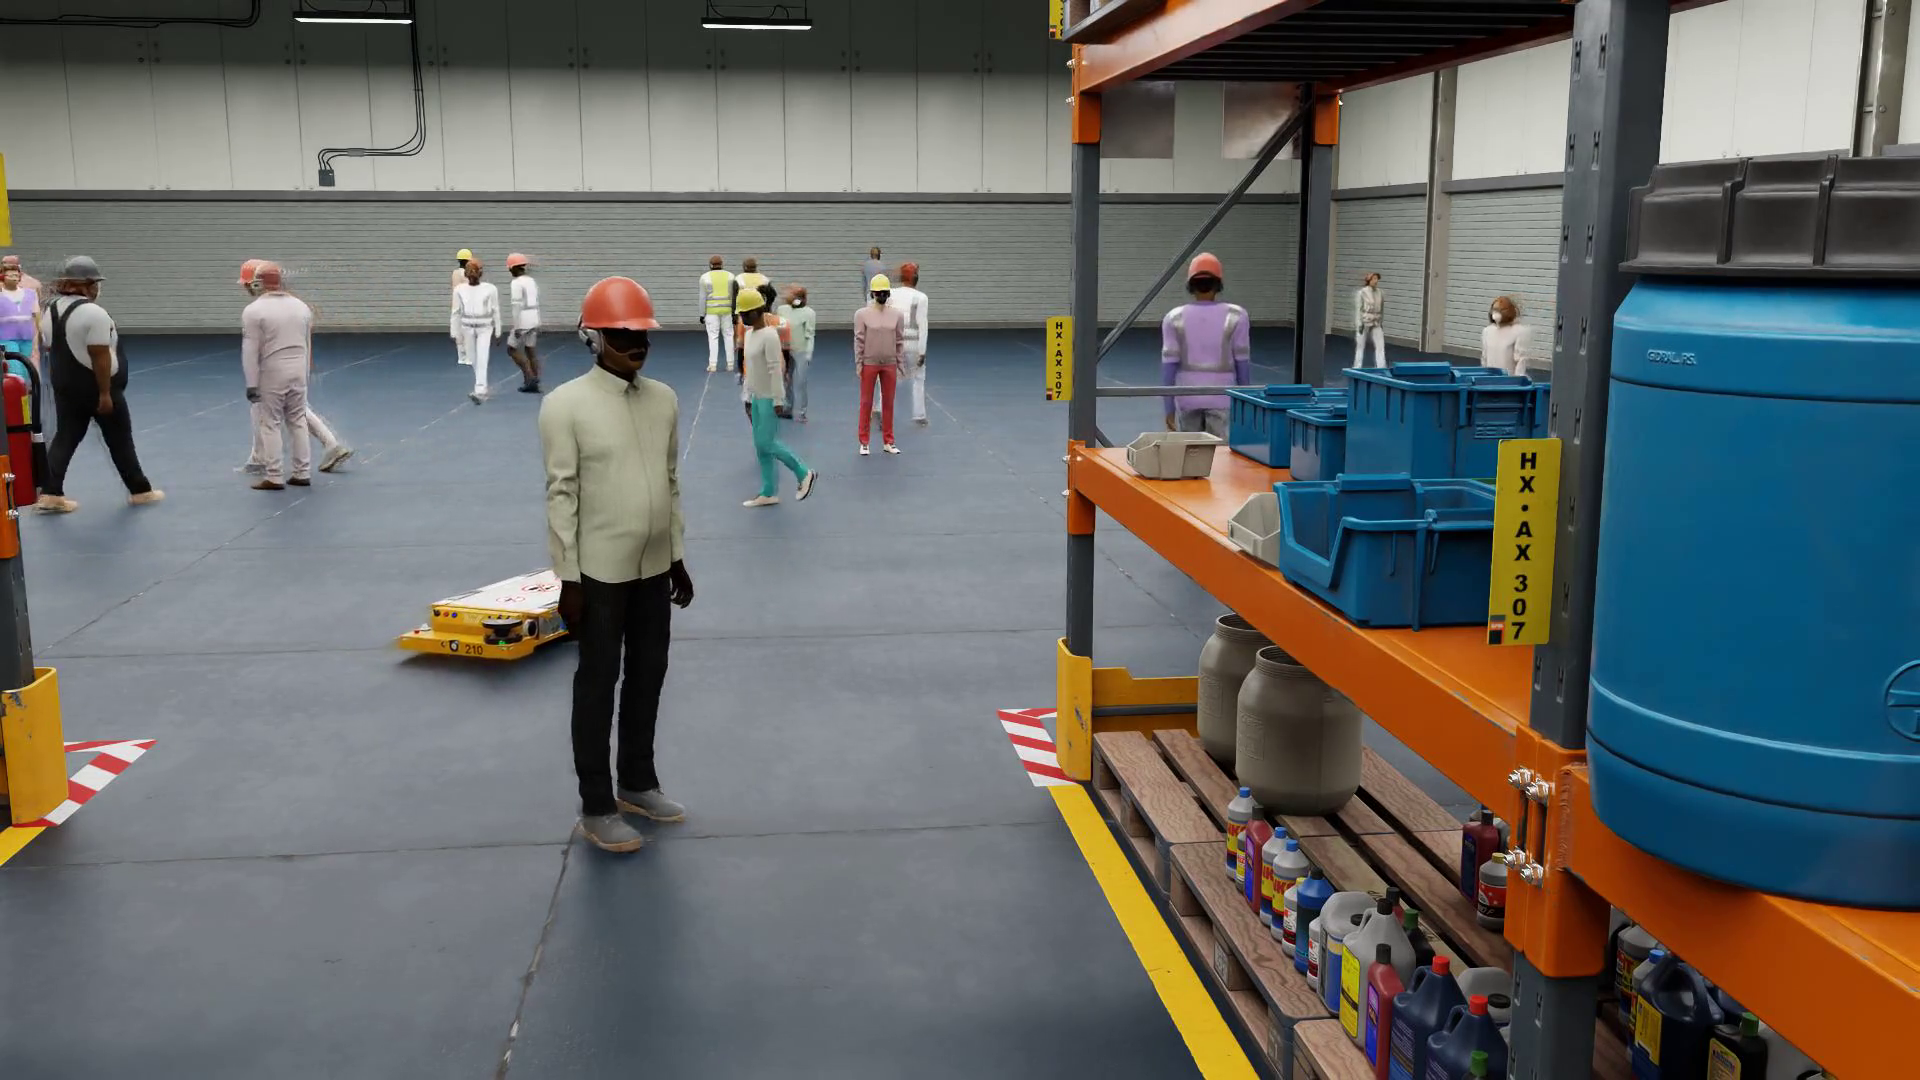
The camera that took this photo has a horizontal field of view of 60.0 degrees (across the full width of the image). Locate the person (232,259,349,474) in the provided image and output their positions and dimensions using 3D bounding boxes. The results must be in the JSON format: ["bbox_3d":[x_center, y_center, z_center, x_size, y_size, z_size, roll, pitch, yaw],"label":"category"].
[{"bbox_3d":[-6.057,-1.544,14.928,0.978,1.950,0.623,-1,10,-6],"label":"person"}]

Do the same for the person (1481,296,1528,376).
[{"bbox_3d":[5.034,-1.458,15.405,0.859,1.590,0.516,-9,14,-41],"label":"person"}]

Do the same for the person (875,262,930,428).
[{"bbox_3d":[-0.617,-2.148,18.443,0.575,1.863,0.864,5,11,26],"label":"person"}]

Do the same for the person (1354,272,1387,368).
[{"bbox_3d":[6.174,-3.182,24.801,0.539,1.608,0.775,-4,11,-23],"label":"person"}]

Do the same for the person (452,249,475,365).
[{"bbox_3d":[-8.232,-3.876,27.732,0.362,1.928,0.587,-10,14,-43],"label":"person"}]

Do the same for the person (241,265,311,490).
[{"bbox_3d":[-5.783,-1.366,14.077,0.396,1.892,0.662,6,12,30],"label":"person"}]

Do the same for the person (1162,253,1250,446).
[{"bbox_3d":[1.708,-0.984,11.615,0.630,2.024,0.666,3,11,14],"label":"person"}]

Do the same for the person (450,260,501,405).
[{"bbox_3d":[-6.215,-2.653,21.297,0.595,1.826,1.017,0,10,1],"label":"person"}]

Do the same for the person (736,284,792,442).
[{"bbox_3d":[-1.868,-1.613,15.985,0.538,1.680,0.641,-3,11,-16],"label":"person"}]

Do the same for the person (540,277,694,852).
[{"bbox_3d":[-1.204,0.082,5.878,0.466,1.993,0.641,7,12,34],"label":"person"}]

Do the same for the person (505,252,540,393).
[{"bbox_3d":[-5.967,-2.956,22.718,0.434,1.913,0.578,3,11,16],"label":"person"}]

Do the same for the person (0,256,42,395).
[{"bbox_3d":[-12.797,-2.904,22.574,0.661,1.869,0.935,-10,14,-43],"label":"person"}]

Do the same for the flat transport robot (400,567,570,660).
[{"bbox_3d":[-2.299,0.370,8.997,0.652,0.197,1.431,4,11,19],"label":"flat transport robot"}]

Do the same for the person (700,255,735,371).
[{"bbox_3d":[-3.852,-3.605,26.502,0.619,1.838,0.430,-4,11,-23],"label":"person"}]

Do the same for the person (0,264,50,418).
[{"bbox_3d":[-10.959,-2.299,19.398,0.729,1.817,0.575,7,12,32],"label":"person"}]

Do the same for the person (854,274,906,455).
[{"bbox_3d":[-0.785,-1.716,16.332,0.523,1.769,0.322,-4,11,-20],"label":"person"}]

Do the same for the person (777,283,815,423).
[{"bbox_3d":[-1.939,-2.157,19.178,0.644,1.604,0.391,5,12,27],"label":"person"}]

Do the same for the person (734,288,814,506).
[{"bbox_3d":[-1.515,-1.120,13.158,0.543,1.737,0.546,-5,12,-27],"label":"person"}]

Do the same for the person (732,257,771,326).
[{"bbox_3d":[-3.277,-3.551,26.291,0.640,1.815,0.688,-4,11,-23],"label":"person"}]

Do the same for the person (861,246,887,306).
[{"bbox_3d":[-1.680,-4.870,33.152,0.628,1.940,0.373,7,13,35],"label":"person"}]

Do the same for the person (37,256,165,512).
[{"bbox_3d":[-6.846,-1.246,13.005,0.701,2.000,0.991,5,11,26],"label":"person"}]
